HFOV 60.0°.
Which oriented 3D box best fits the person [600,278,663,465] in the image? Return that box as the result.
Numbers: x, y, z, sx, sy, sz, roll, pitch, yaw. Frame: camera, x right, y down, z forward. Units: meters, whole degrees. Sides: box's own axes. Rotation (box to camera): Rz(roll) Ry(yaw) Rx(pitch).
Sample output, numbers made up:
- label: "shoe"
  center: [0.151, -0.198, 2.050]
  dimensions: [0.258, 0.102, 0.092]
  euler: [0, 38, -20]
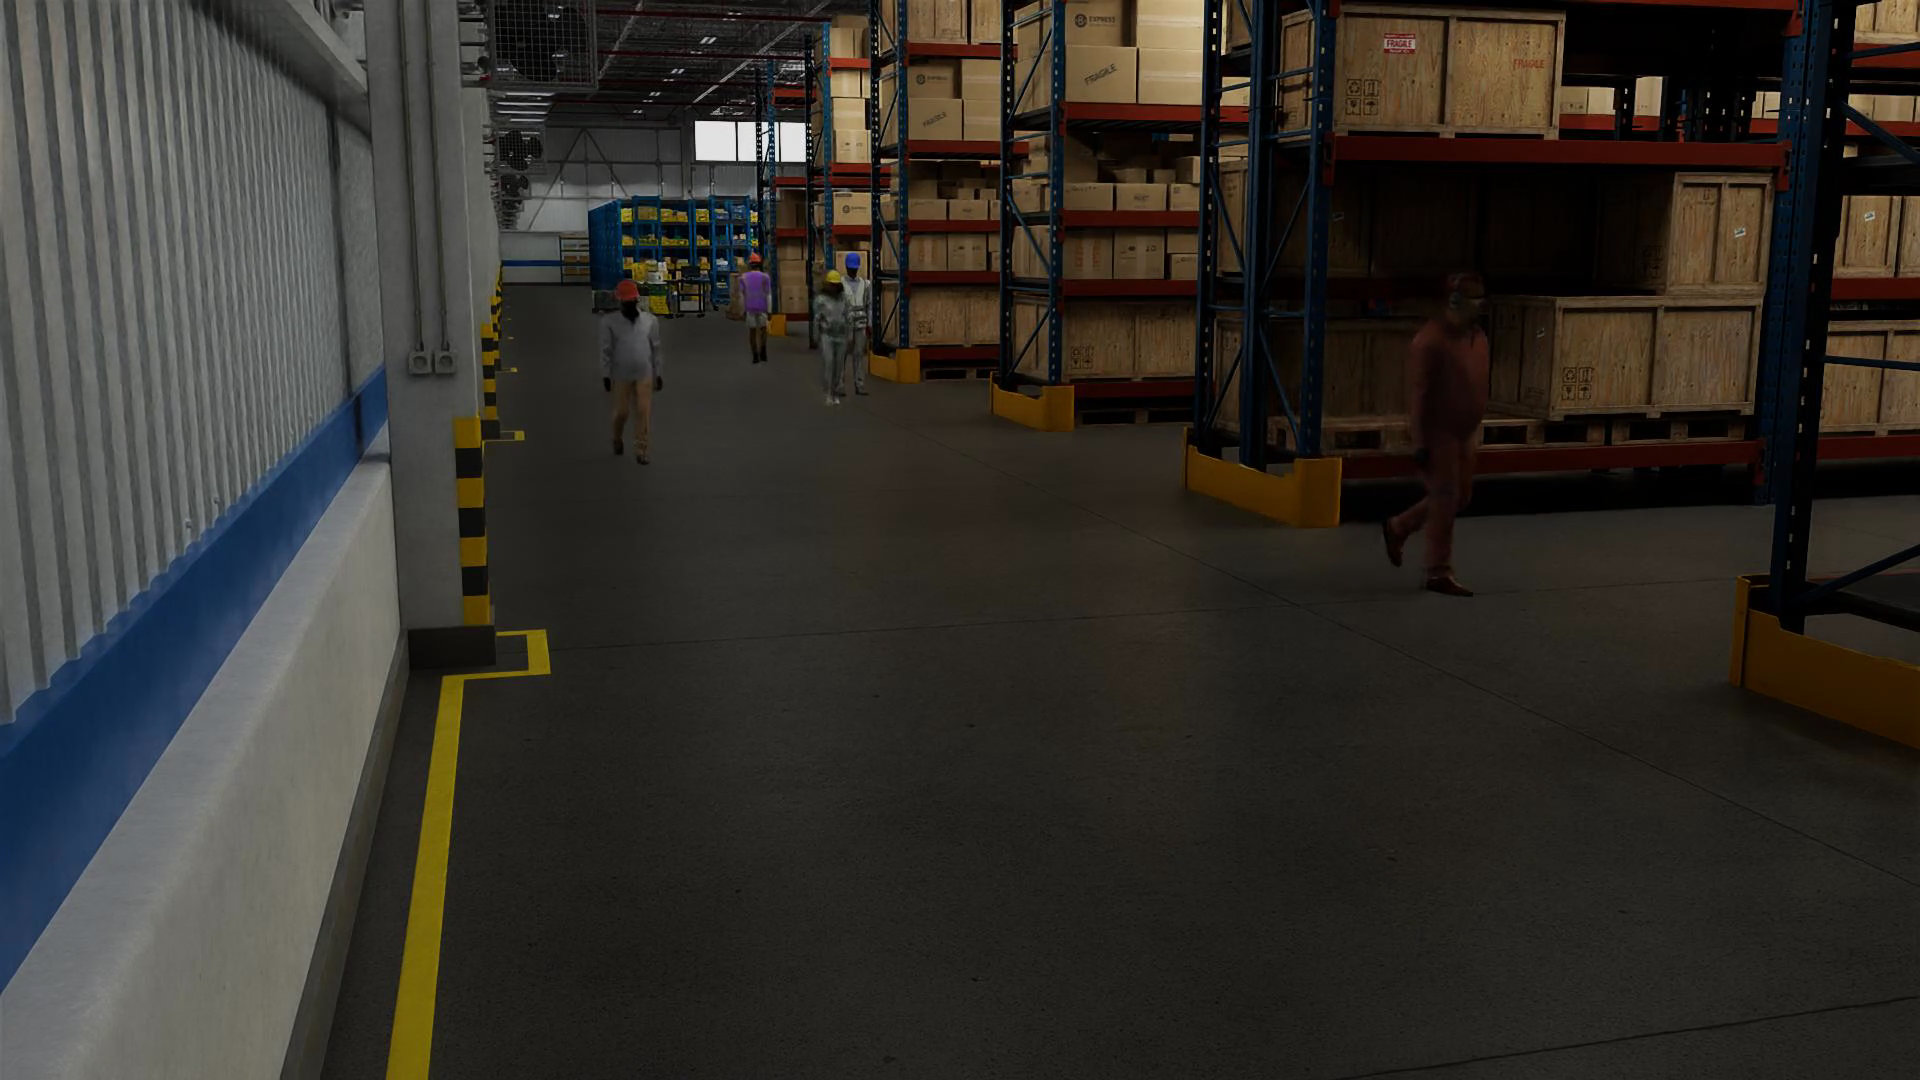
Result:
- label: "person"
  center: [-3.058, -1.569, 15.499]
  dimensions: [0.567, 1.732, 0.463]
  euler: [-4, 11, -23]

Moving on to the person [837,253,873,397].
- label: "person"
  center: [-1.469, -2.912, 22.532]
  dimensions: [0.603, 1.938, 0.401]
  euler: [-4, 11, -23]

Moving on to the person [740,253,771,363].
- label: "person"
  center: [-3.559, -4.050, 29.069]
  dimensions: [0.542, 1.912, 0.595]
  euler: [0, 10, -1]

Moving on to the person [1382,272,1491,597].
- label: "person"
  center: [2.800, -0.638, 9.825]
  dimensions: [0.655, 1.889, 0.679]
  euler: [-9, 13, -40]

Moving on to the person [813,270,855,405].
- label: "person"
  center: [-1.579, -2.565, 21.197]
  dimensions: [0.493, 1.716, 0.733]
  euler: [-4, 11, -23]
